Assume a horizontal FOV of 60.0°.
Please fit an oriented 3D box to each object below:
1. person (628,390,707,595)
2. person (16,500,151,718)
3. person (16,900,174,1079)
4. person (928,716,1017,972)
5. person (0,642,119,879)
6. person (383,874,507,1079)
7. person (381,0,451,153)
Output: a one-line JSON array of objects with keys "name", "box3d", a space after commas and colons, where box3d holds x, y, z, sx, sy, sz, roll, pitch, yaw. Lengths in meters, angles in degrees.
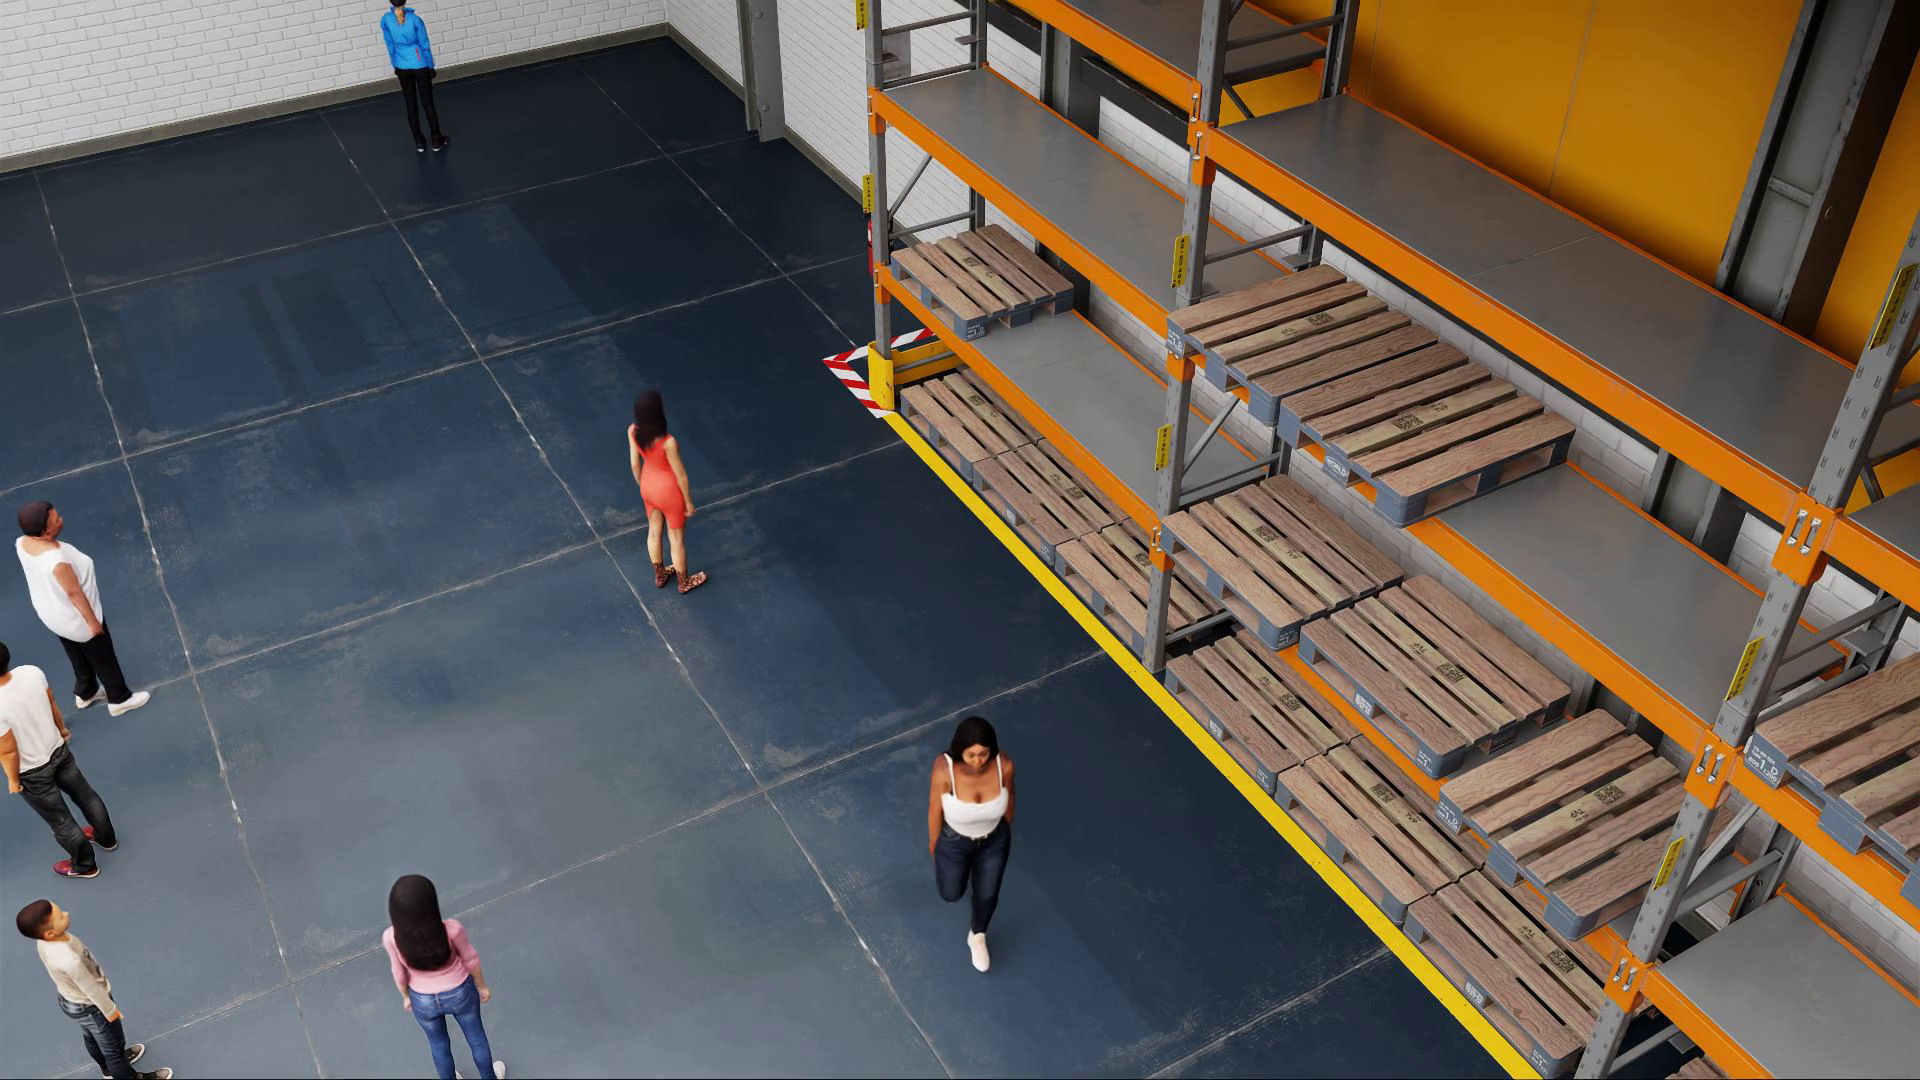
[{"name": "person", "box3d": [-2.124, -0.339, 11.876, 0.629, 1.719, 0.733, 18, 42, 21]}, {"name": "person", "box3d": [-5.831, 0.442, 10.912, 0.693, 1.702, 0.815, 24, 45, 27]}, {"name": "person", "box3d": [-4.560, 2.383, 8.672, 0.550, 1.465, 0.671, 28, 46, 30]}, {"name": "person", "box3d": [0.047, 1.617, 9.368, 0.849, 1.793, 1.039, -6, 39, -7]}, {"name": "person", "box3d": [-5.416, 1.277, 9.786, 0.771, 1.803, 0.700, 8, 39, 10]}, {"name": "person", "box3d": [-2.656, 2.321, 8.527, 0.638, 1.742, 0.605, -8, 39, -10]}, {"name": "person", "box3d": [-5.807, -5.002, 17.654, 0.693, 1.795, 0.703, 2, 39, 2]}]
